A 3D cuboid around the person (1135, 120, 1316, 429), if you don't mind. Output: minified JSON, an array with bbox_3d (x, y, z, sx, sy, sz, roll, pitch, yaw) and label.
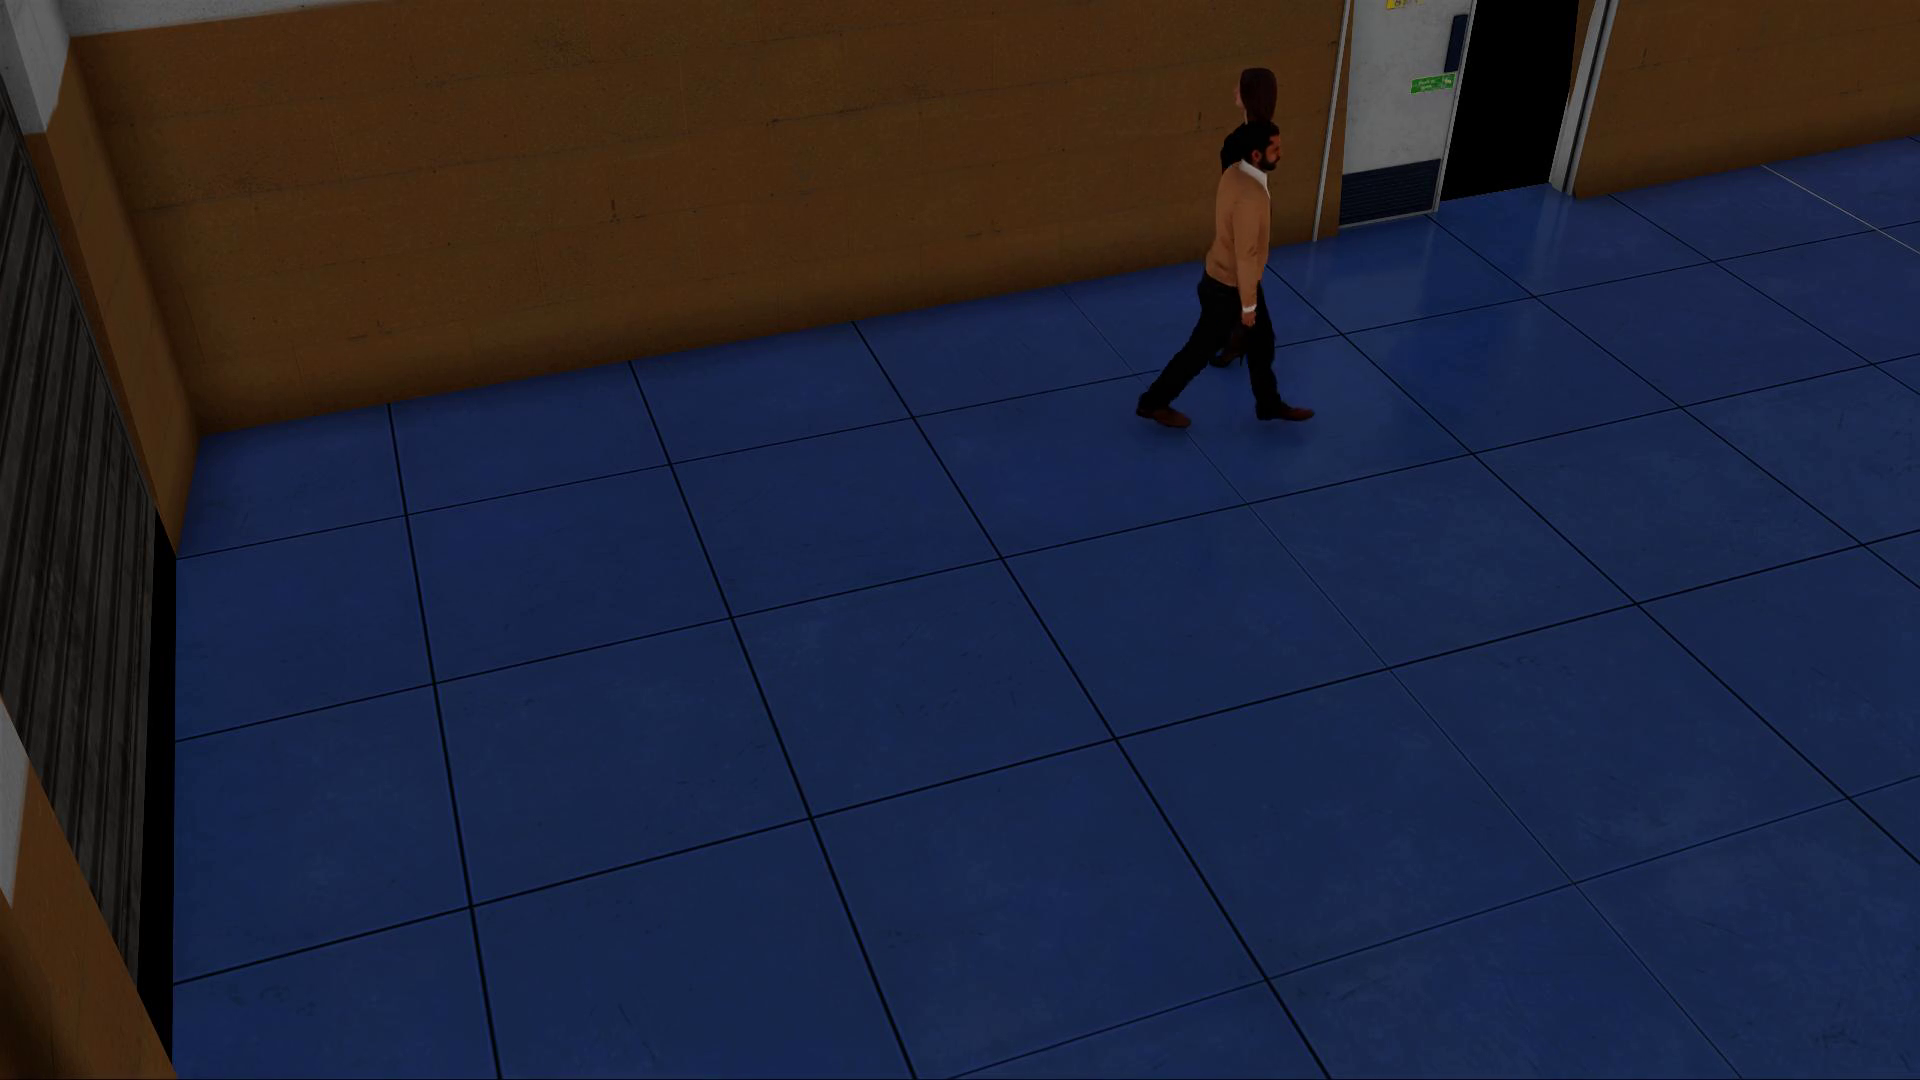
[{"bbox_3d":[1.292,-1.275,8.427,1.097,1.706,1.221,4,37,5],"label":"person"}]

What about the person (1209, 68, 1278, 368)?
[{"bbox_3d":[1.542,-1.736,9.027,0.714,1.706,0.627,11,38,15],"label":"person"}]
